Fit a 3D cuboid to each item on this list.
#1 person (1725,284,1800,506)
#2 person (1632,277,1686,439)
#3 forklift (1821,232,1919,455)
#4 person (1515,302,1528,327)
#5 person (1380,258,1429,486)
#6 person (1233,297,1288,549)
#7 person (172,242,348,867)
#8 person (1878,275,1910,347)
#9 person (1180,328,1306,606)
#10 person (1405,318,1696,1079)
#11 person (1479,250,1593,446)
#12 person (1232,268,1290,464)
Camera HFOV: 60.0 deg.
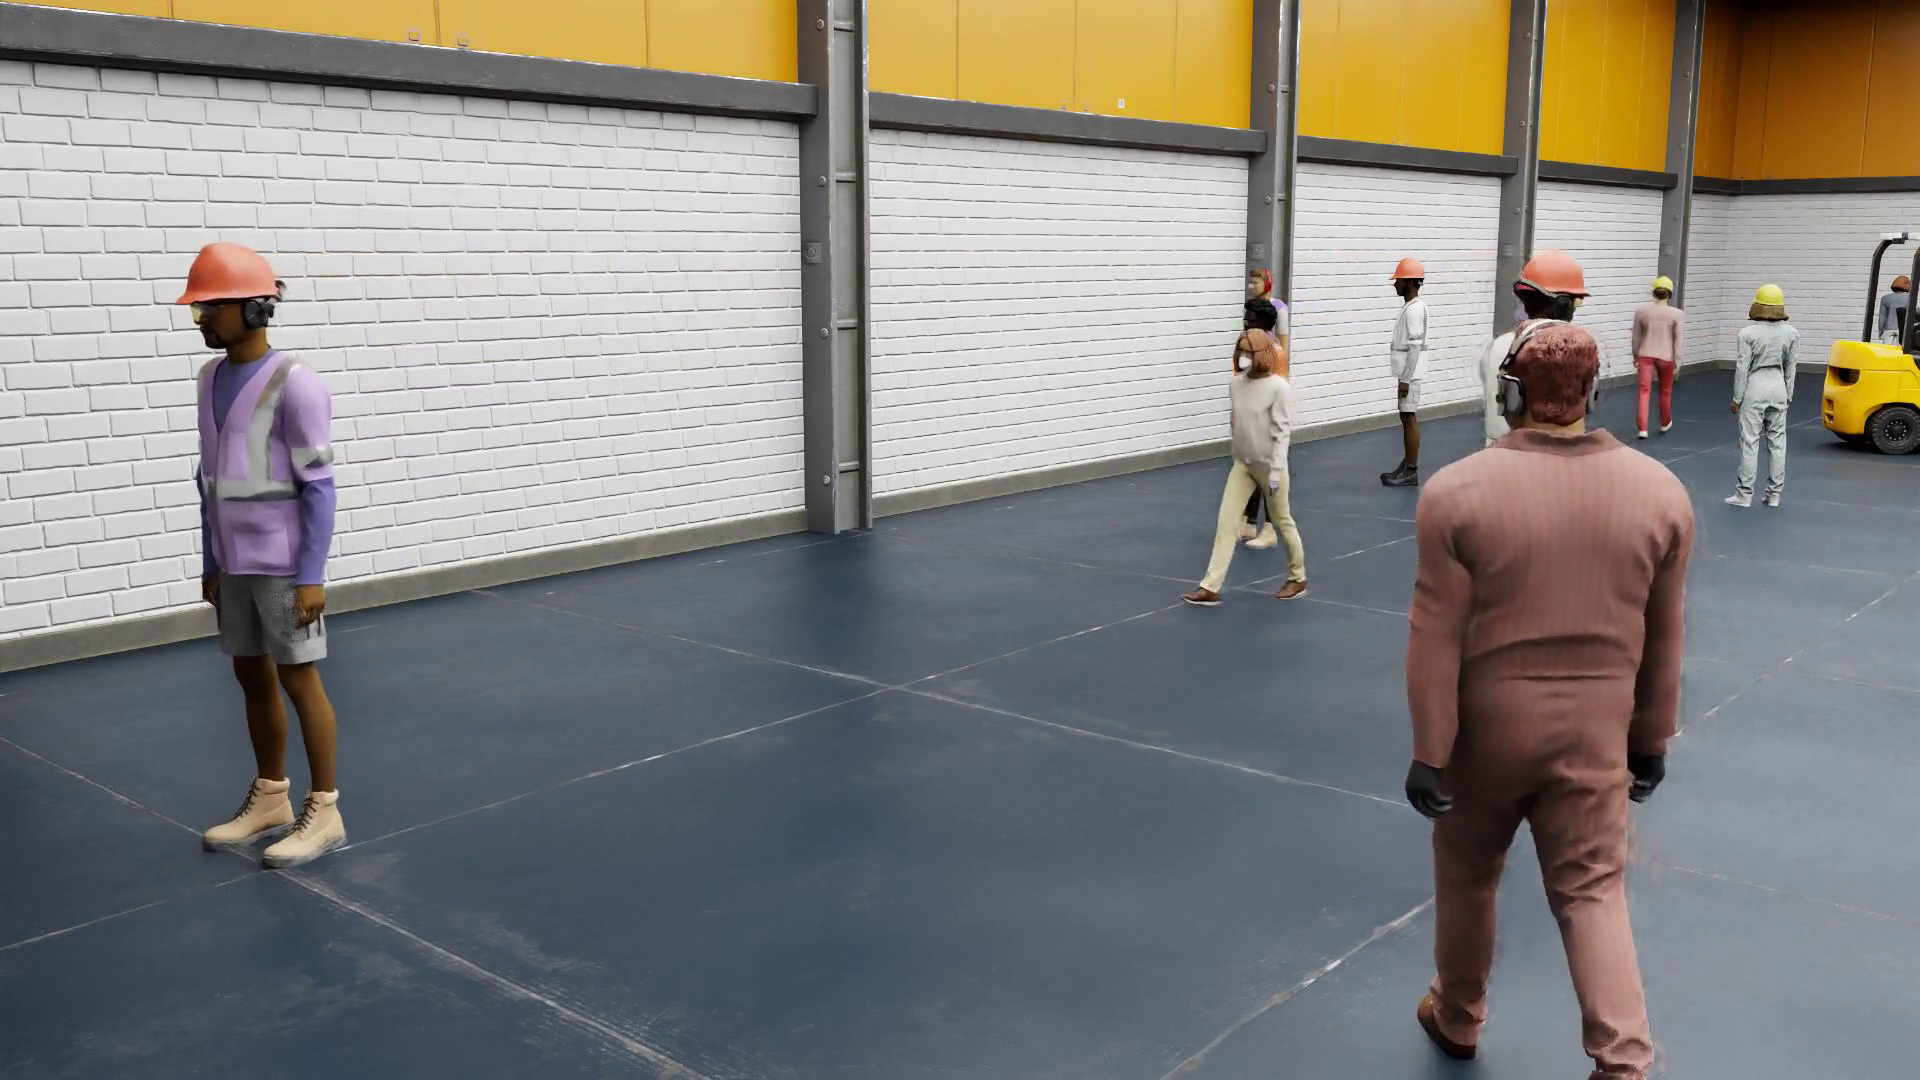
[{"bbox_3d":[6.303,-1.129,13.076,0.487,1.746,0.289,-1,10,-4],"label":"person"},{"bbox_3d":[7.472,-1.949,17.824,0.537,1.714,0.935,6,12,31],"label":"person"},{"bbox_3d":[9.955,-1.972,16.595,2.313,2.155,1.214,1,10,8],"label":"forklift"},{"bbox_3d":[5.517,-1.629,15.636,0.944,1.846,0.717,-4,11,-21],"label":"person"},{"bbox_3d":[3.810,-1.426,14.217,0.354,1.939,0.544,2,10,13],"label":"person"},{"bbox_3d":[2.014,-0.789,11.278,0.319,1.696,0.532,-4,11,-19],"label":"person"},{"bbox_3d":[-2.313,0.059,5.463,0.614,2.041,0.390,6,12,32],"label":"person"},{"bbox_3d":[13.605,-3.020,24.155,0.289,1.633,0.499,-9,13,-41],"label":"person"},{"bbox_3d":[1.680,-0.410,9.441,0.877,1.574,0.510,-7,12,-35],"label":"person"},{"bbox_3d":[1.342,0.433,3.820,0.647,1.876,0.918,0,10,-1],"label":"person"},{"bbox_3d":[2.575,-0.231,7.210,0.953,2.004,0.641,-4,11,-22],"label":"person"},{"bbox_3d":[2.824,-1.591,15.416,0.377,1.843,0.568,-6,12,-30],"label":"person"}]
